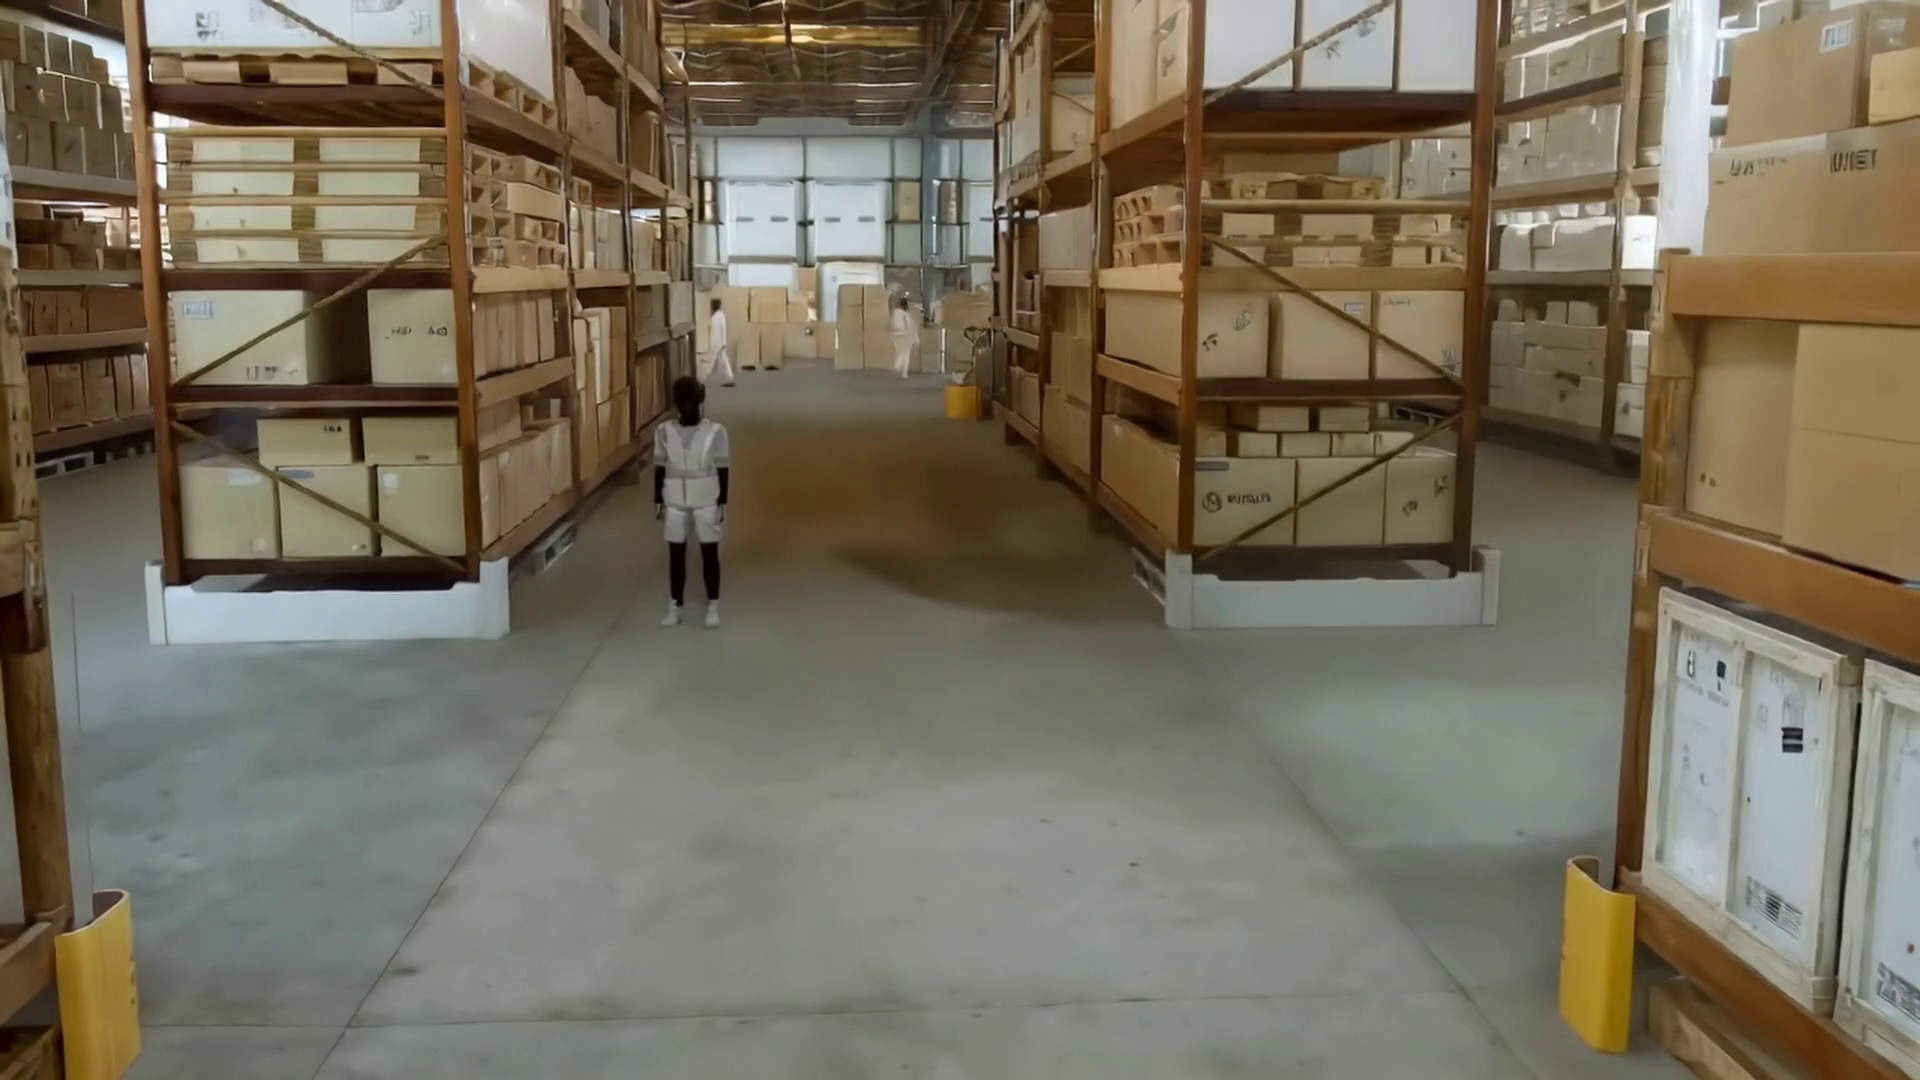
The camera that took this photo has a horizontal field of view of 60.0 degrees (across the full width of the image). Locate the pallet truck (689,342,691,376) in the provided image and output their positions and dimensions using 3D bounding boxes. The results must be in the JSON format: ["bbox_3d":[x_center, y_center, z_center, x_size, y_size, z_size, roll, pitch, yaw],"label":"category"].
[{"bbox_3d":[-5.225,-3.008,27.480,1.885,1.965,0.823,2,9,14],"label":"pallet truck"}]

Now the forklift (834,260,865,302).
[{"bbox_3d":[-3.397,-7.253,51.370,1.129,2.768,1.873,-1,9,-4],"label":"forklift"}]

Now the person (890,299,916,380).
[{"bbox_3d":[-1.285,-4.499,37.388,0.429,1.825,0.657,-8,12,-43],"label":"person"}]

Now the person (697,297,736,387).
[{"bbox_3d":[-5.168,-4.121,34.804,1.004,1.886,0.658,-2,9,-13],"label":"person"}]

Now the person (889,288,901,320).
[{"bbox_3d":[-2.314,-7.829,57.978,0.636,1.931,0.377,3,10,20],"label":"person"}]

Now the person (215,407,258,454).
[{"bbox_3d":[-9.726,-2.110,22.191,0.549,1.883,0.985,-1,9,-5],"label":"person"}]

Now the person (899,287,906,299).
[{"bbox_3d":[-2.161,-8.496,62.217,0.442,1.907,0.603,1,9,7],"label":"person"}]

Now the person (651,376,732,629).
[{"bbox_3d":[-1.794,-0.248,11.089,0.541,1.696,0.315,1,9,7],"label":"person"}]

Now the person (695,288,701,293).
[{"bbox_3d":[-8.477,-7.172,53.821,0.372,1.938,0.630,-8,12,-43],"label":"person"}]
